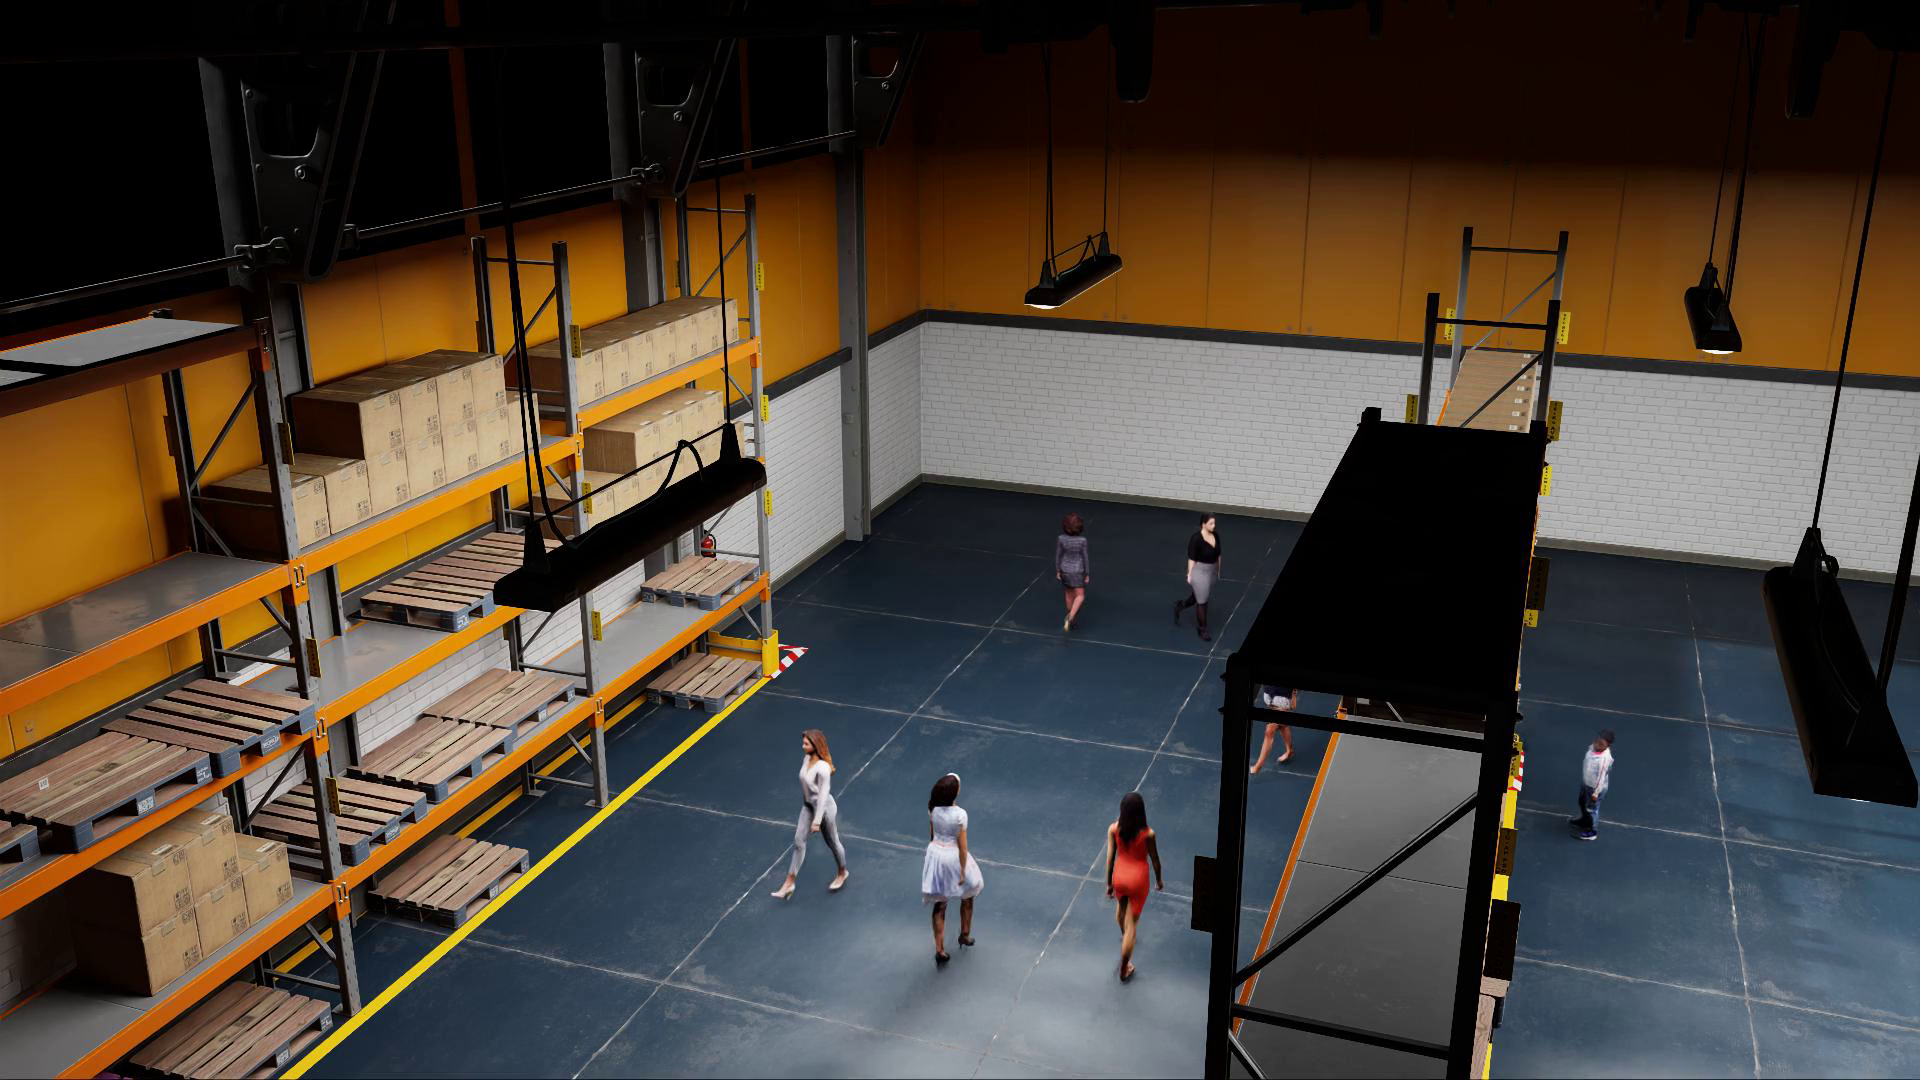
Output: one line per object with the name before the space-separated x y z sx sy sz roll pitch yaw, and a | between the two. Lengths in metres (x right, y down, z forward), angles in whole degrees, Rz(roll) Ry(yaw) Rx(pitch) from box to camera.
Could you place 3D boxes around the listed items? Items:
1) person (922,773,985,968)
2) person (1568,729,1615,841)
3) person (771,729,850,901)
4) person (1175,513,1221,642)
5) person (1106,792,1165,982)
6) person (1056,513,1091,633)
person | -0.154 2.944 14.652 0.703 1.797 0.854 8 20 24
person | 6.464 2.467 16.936 0.709 1.243 0.567 2 19 7
person | -1.253 2.598 15.792 1.133 1.725 0.973 -13 23 -34
person | 3.160 0.450 22.153 1.068 1.737 1.030 -14 23 -37
person | 1.473 3.053 14.509 0.630 1.682 1.019 8 20 22
person | 1.487 0.483 22.134 0.633 1.685 0.826 7 20 20
